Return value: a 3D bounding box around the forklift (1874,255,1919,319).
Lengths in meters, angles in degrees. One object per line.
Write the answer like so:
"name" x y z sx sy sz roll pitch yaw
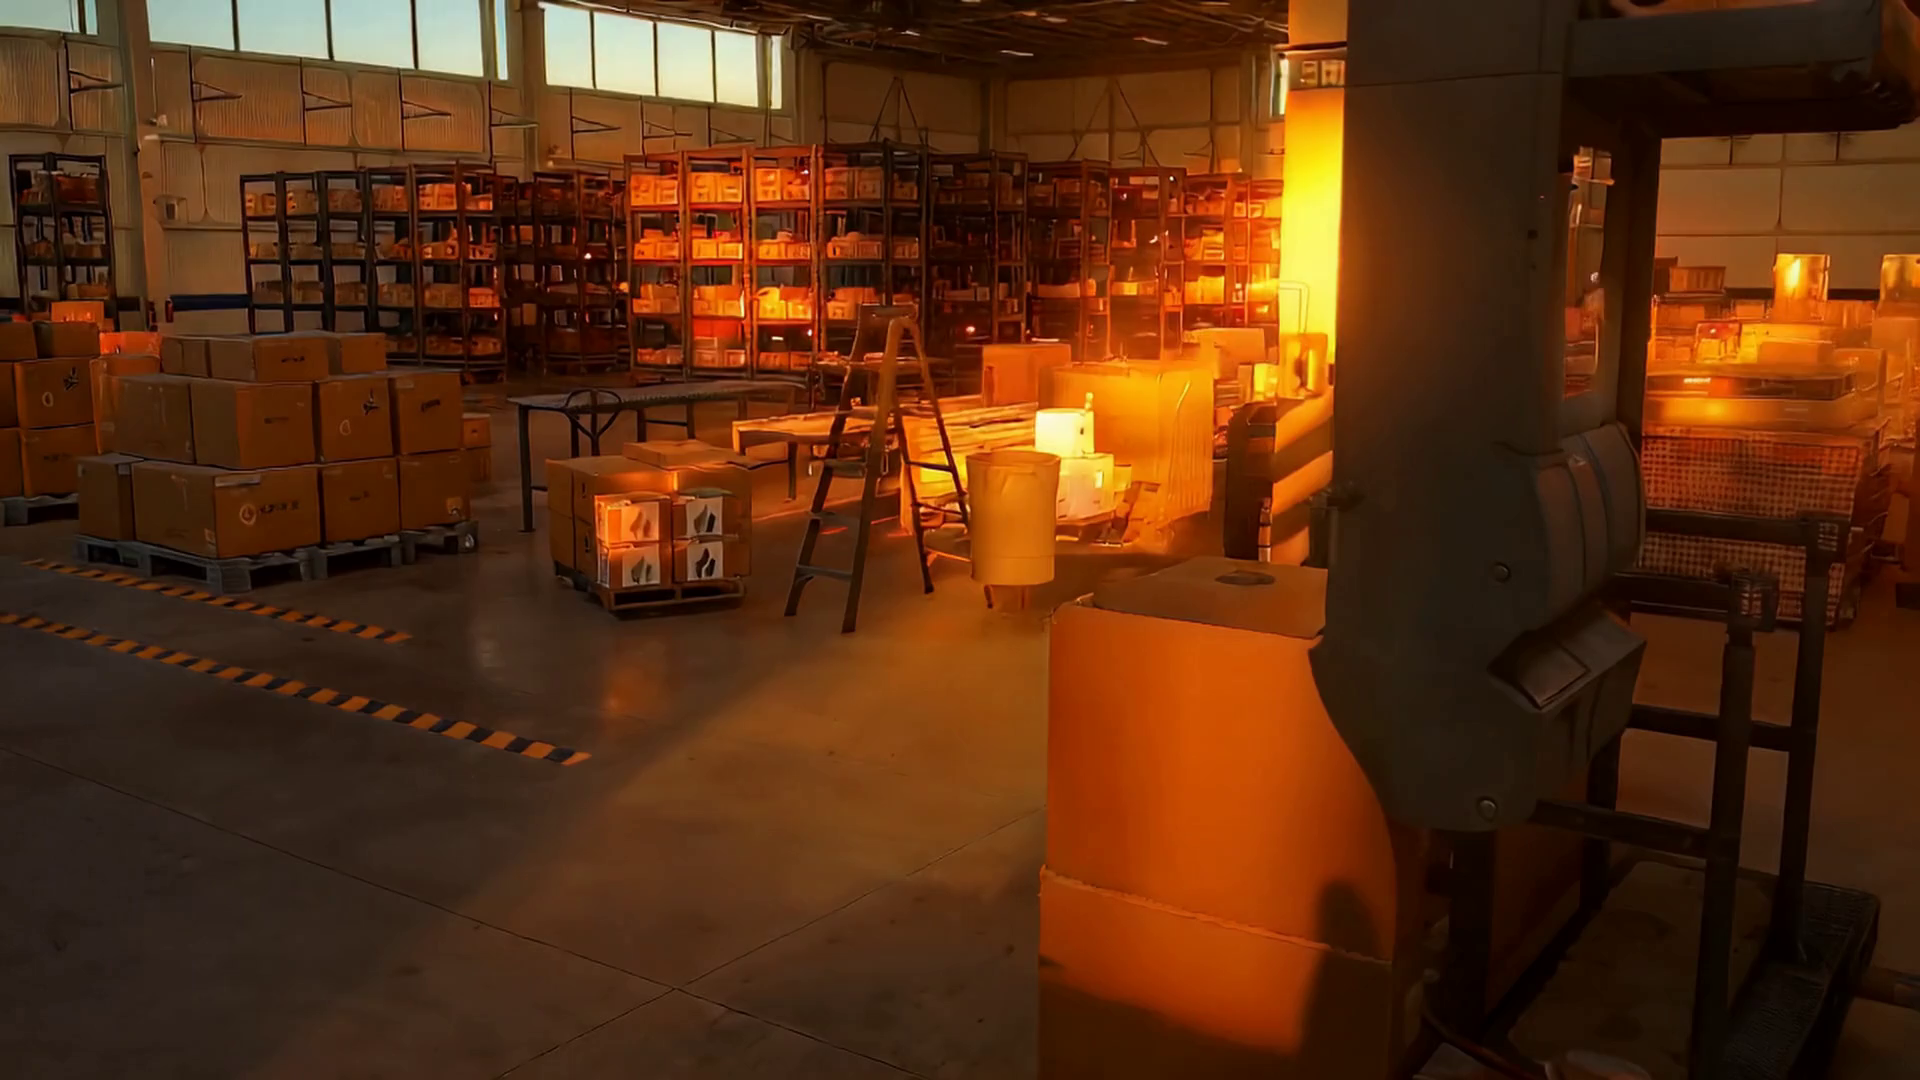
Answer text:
"forklift" 22.089 -5.634 38.796 1.157 1.987 2.680 6 11 33

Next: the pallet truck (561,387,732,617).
"pallet truck" -1.981 -0.274 10.088 0.680 1.201 1.601 -5 11 -28

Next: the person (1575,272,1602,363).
"person" 12.636 -4.429 33.131 0.801 1.805 0.592 -3 10 -16

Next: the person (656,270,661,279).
"person" -6.710 -5.116 37.149 0.791 1.815 0.604 5 11 28

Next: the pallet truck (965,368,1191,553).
"pallet truck" 0.845 -0.609 11.869 1.630 1.274 0.653 7 12 35

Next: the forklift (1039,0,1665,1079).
"forklift" 1.249 -0.137 4.360 1.873 2.768 1.129 7 12 35

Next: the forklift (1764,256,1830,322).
"forklift" 20.253 -5.854 40.139 1.157 1.987 2.680 7 12 35
